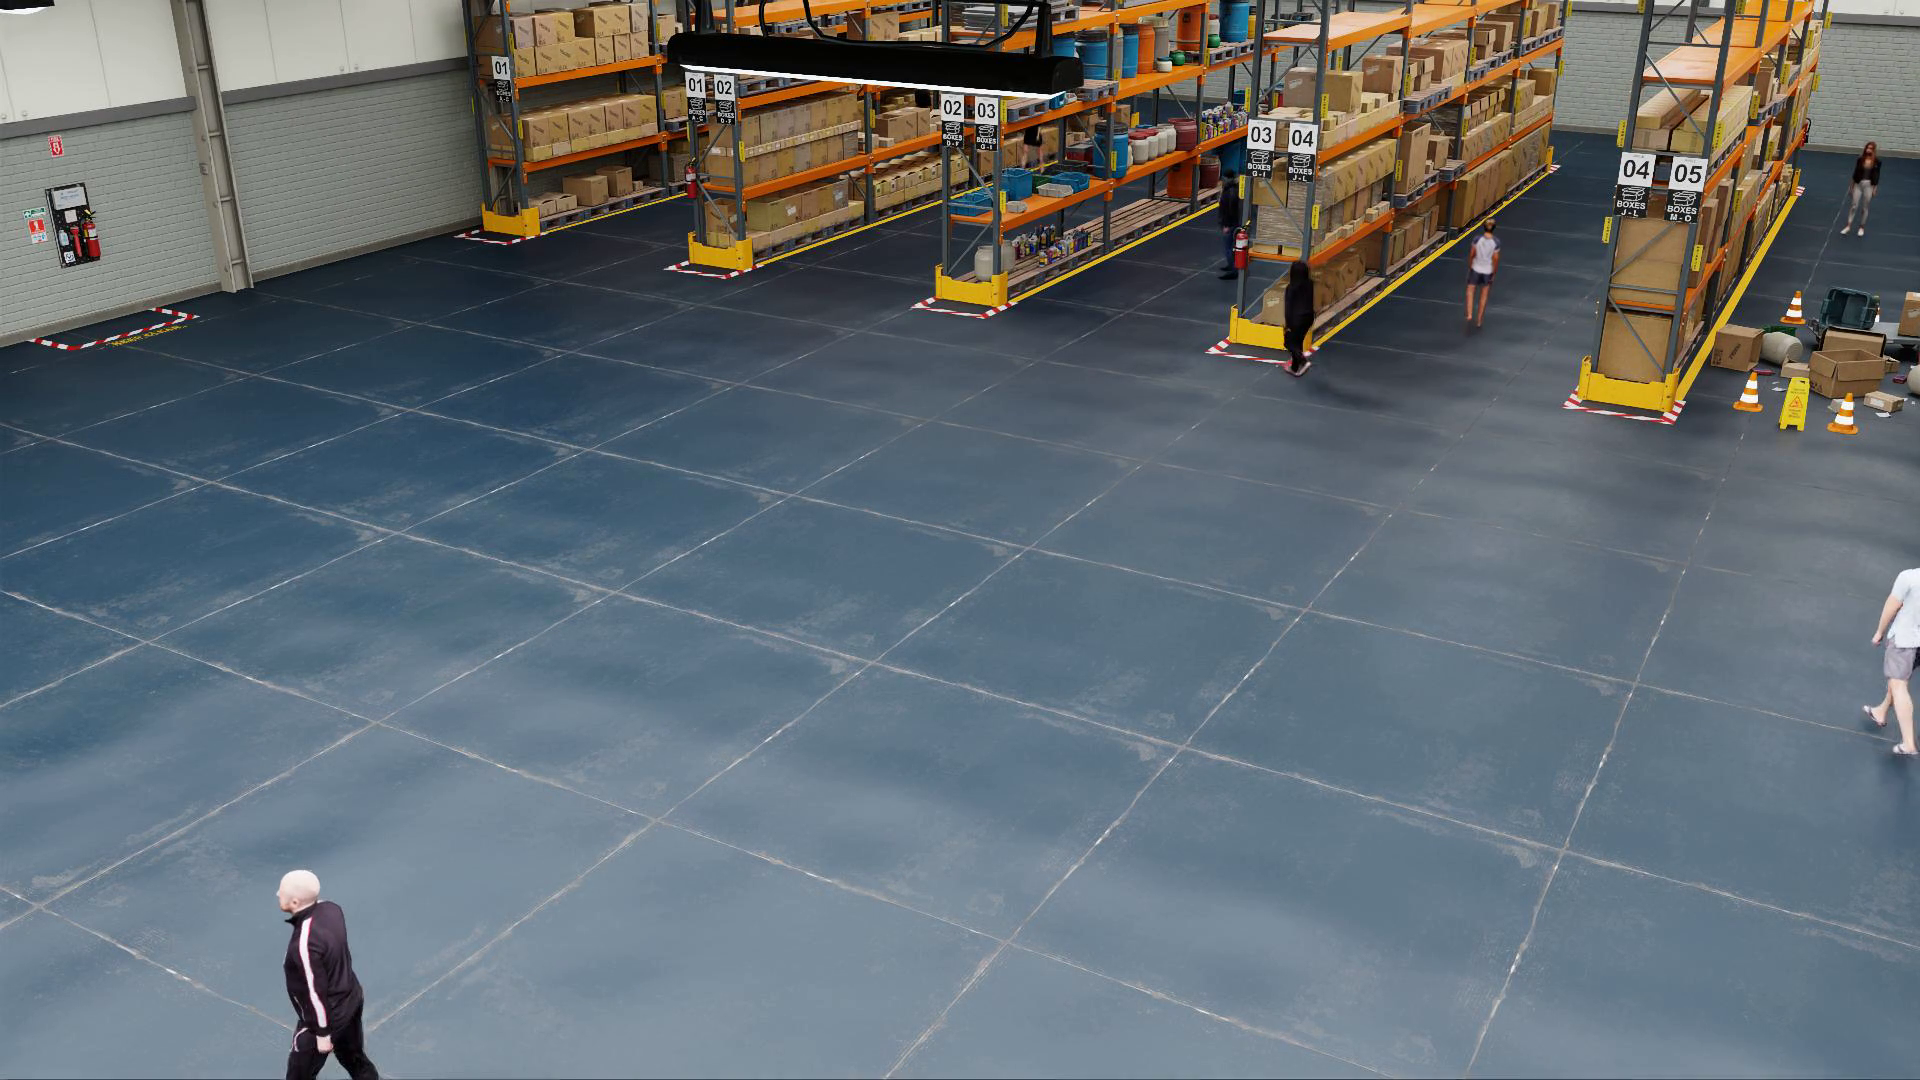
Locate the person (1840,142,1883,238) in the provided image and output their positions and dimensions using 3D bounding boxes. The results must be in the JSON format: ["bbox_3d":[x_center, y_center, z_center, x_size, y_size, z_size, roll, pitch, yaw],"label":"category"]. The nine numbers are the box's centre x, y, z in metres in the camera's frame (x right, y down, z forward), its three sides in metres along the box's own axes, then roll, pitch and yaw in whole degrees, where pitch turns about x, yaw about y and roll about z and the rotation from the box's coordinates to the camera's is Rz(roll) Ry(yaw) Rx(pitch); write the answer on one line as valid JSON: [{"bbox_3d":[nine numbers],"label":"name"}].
[{"bbox_3d":[16.552,-6.438,30.459,0.635,1.702,0.572,17,29,35],"label":"person"}]

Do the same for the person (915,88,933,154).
[{"bbox_3d":[-0.825,-9.563,37.605,0.677,1.859,0.600,20,30,39],"label":"person"}]

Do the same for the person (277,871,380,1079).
[{"bbox_3d":[-3.338,2.593,9.068,0.892,1.821,0.806,-2,23,-4],"label":"person"}]

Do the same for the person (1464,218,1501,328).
[{"bbox_3d":[7.760,-3.954,24.733,0.653,1.610,0.662,6,24,14],"label":"person"}]

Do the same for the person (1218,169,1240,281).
[{"bbox_3d":[4.467,-5.187,27.334,1.005,1.844,0.842,6,24,14],"label":"person"}]

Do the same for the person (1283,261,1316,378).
[{"bbox_3d":[4.607,-2.928,22.332,0.908,1.602,0.913,-14,27,-30],"label":"person"}]

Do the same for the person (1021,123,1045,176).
[{"bbox_3d":[1.607,-8.551,35.363,0.601,1.752,1.112,12,26,26],"label":"person"}]

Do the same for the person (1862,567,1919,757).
[{"bbox_3d":[7.590,0.852,13.197,1.055,1.795,1.251,0,23,-1],"label":"person"}]
